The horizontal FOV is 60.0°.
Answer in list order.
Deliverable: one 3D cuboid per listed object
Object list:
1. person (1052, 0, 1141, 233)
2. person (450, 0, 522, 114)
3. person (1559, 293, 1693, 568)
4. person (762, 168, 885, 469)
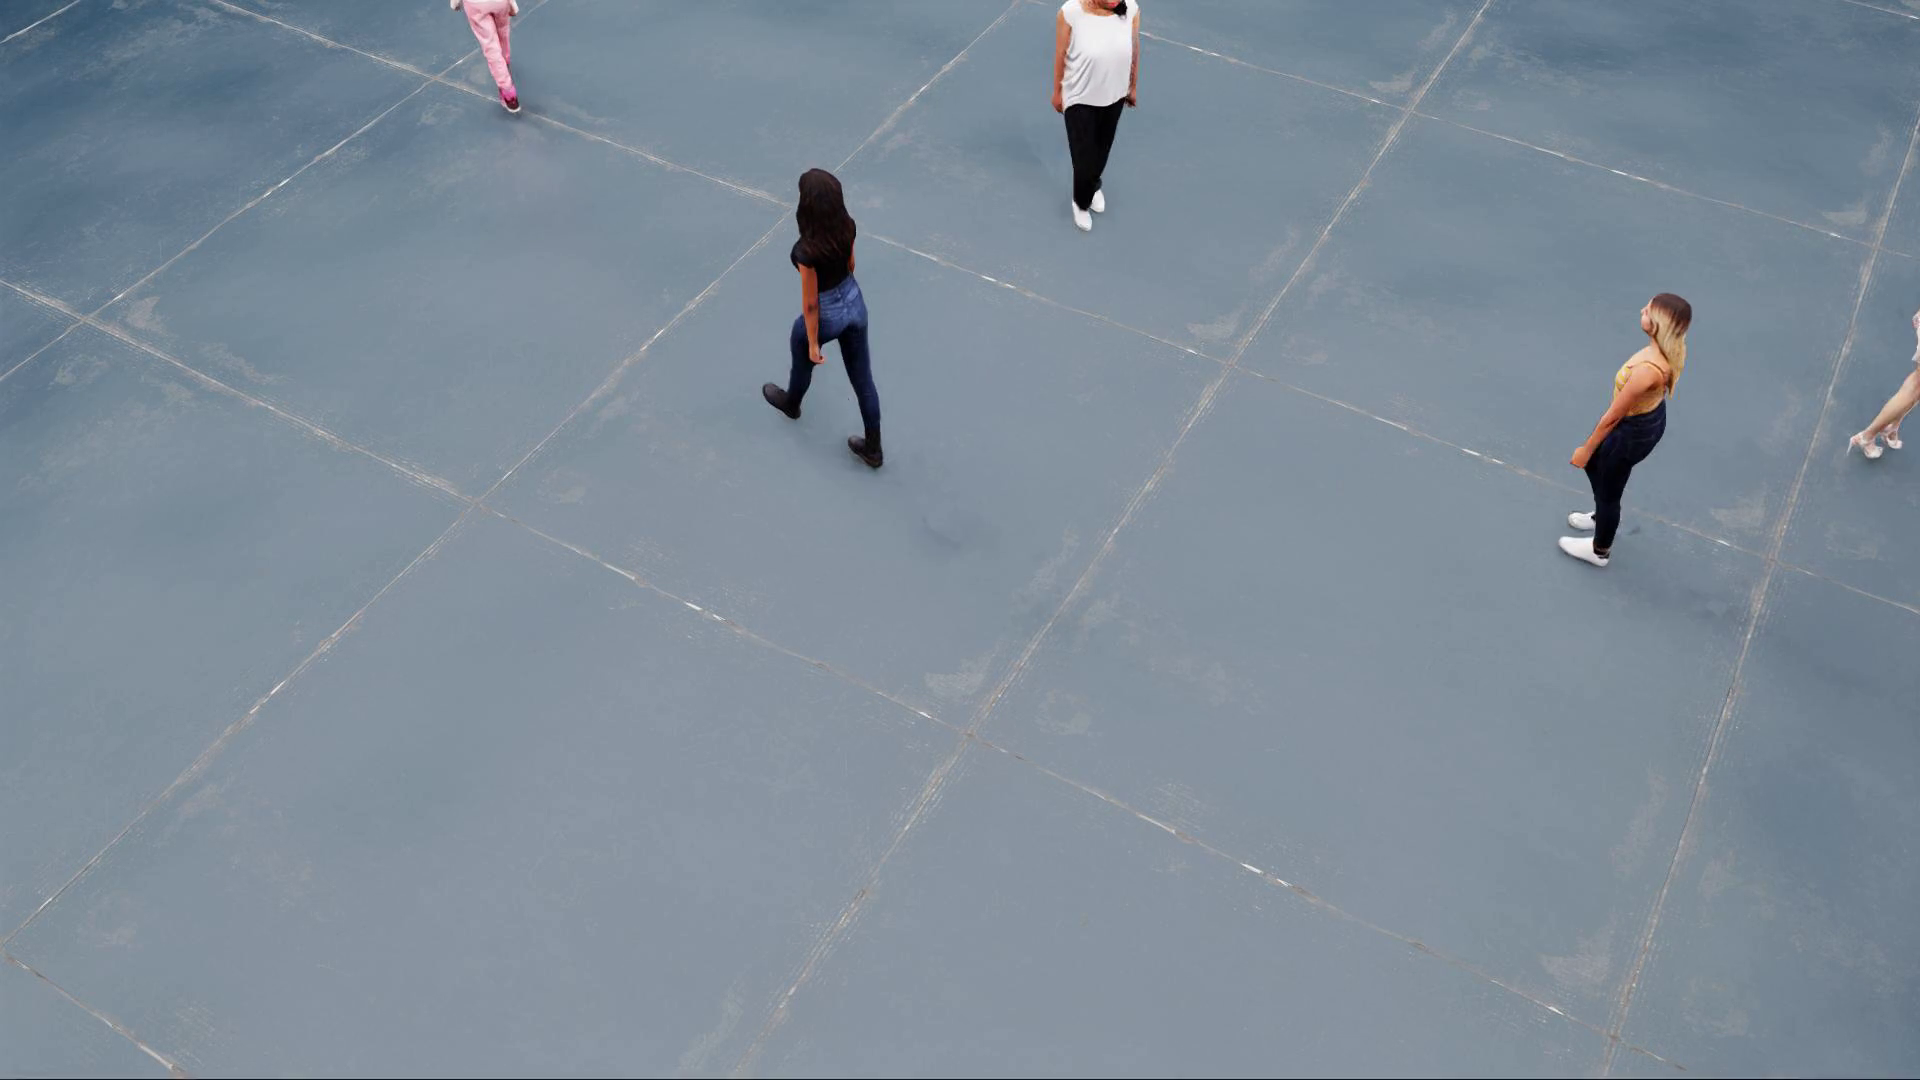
[{"bbox_3d":[0.794,-2.721,9.941,0.840,1.677,0.897,-15,49,-13],"label":"person"},{"bbox_3d":[-3.065,-3.468,10.812,0.885,1.412,1.045,-20,50,-18],"label":"person"},{"bbox_3d":[3.244,-0.449,7.881,0.585,1.617,0.597,27,53,23],"label":"person"},{"bbox_3d":[-0.570,-1.046,8.376,1.118,1.701,0.764,36,57,28],"label":"person"}]
